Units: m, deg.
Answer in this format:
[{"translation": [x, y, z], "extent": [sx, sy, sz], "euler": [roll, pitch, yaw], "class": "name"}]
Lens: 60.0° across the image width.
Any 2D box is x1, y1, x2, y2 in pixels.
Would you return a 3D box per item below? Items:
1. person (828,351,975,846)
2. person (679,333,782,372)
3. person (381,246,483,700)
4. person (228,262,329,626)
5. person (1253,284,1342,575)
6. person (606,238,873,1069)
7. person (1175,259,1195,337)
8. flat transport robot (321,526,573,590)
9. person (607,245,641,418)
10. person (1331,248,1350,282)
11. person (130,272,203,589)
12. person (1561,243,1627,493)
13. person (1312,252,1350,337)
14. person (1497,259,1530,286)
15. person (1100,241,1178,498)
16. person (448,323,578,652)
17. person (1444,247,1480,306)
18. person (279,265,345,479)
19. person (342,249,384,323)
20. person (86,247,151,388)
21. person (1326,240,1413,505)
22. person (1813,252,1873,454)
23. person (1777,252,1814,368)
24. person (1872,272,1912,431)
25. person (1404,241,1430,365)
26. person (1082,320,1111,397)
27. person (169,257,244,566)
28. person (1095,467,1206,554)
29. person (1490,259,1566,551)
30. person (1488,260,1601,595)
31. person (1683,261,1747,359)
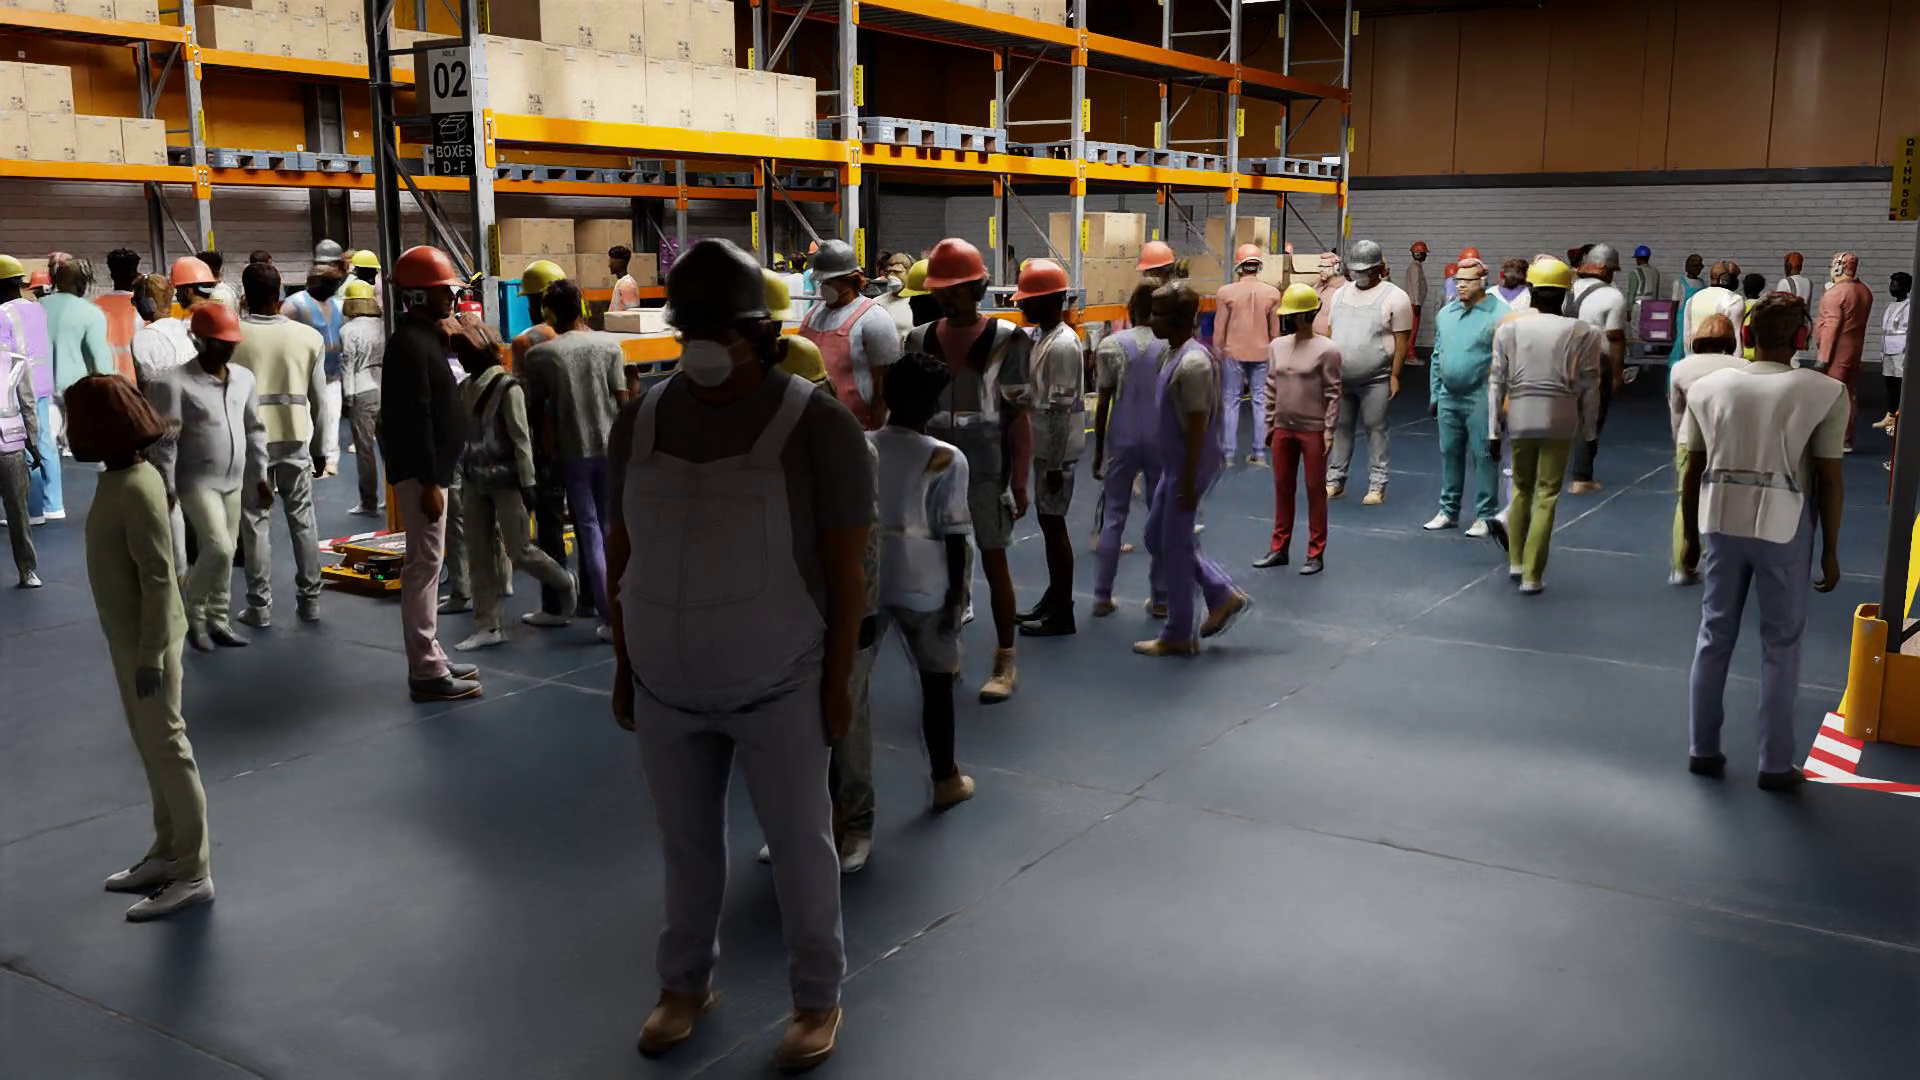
[{"translation": [-0.244, 0.189, 5.673], "extent": [0.561, 1.651, 0.735], "euler": [2, 10, 10], "class": "person"}, {"translation": [-1.032, -0.301, 7.716], "extent": [0.651, 1.895, 0.401], "euler": [-8, 13, -39], "class": "person"}, {"translation": [-2.354, -0.295, 7.390], "extent": [0.387, 1.996, 0.611], "euler": [-3, 11, -14], "class": "person"}, {"translation": [-3.620, -0.498, 8.765], "extent": [0.584, 1.911, 0.394], "euler": [-8, 13, -37], "class": "person"}, {"translation": [2.061, -0.668, 10.112], "extent": [0.337, 1.761, 0.526], "euler": [-10, 14, -43], "class": "person"}, {"translation": [-0.577, 0.284, 4.057], "extent": [0.682, 2.000, 0.535], "euler": [3, 11, 16], "class": "person"}, {"translation": [3.331, -3.300, 24.769], "extent": [0.320, 1.734, 0.480], "euler": [-2, 11, -13], "class": "person"}, {"translation": [-3.132, 0.066, 10.170], "extent": [0.652, 0.197, 1.431], "euler": [7, 12, 33], "class": "flat transport robot"}, {"translation": [-3.699, -2.266, 18.390], "extent": [0.373, 1.966, 0.605], "euler": [-3, 11, -14], "class": "person"}, {"translation": [6.309, -3.888, 27.555], "extent": [0.397, 1.910, 0.587], "euler": [3, 11, 16], "class": "person"}, {"translation": [-4.586, -0.630, 9.694], "extent": [0.345, 1.838, 0.510], "euler": [4, 11, 20], "class": "person"}, {"translation": [5.057, -1.396, 13.365], "extent": [0.546, 2.000, 0.692], "euler": [-4, 11, -23], "class": "person"}, {"translation": [3.746, -1.967, 16.946], "extent": [0.398, 1.900, 0.641], "euler": [-6, 12, -30], "class": "person"}, {"translation": [6.956, -2.616, 20.845], "extent": [0.626, 1.790, 0.984], "euler": [0, 10, -2], "class": "person"}, {"translation": [1.464, -1.272, 12.783], "extent": [0.901, 1.998, 0.635], "euler": [-1, 10, -8], "class": "person"}, {"translation": [-2.274, -0.283, 8.357], "extent": [0.552, 1.614, 0.685], "euler": [7, 12, 32], "class": "person"}, {"translation": [6.196, -2.620, 20.427], "extent": [0.545, 1.940, 0.352], "euler": [-5, 11, -25], "class": "person"}, {"translation": [-5.504, -1.438, 14.234], "extent": [0.436, 1.826, 0.674], "euler": [6, 12, 29], "class": "person"}, {"translation": [-6.710, -2.254, 18.458], "extent": [0.667, 1.912, 0.721], "euler": [-1, 10, -6], "class": "person"}, {"translation": [-6.250, -1.209, 12.533], "extent": [0.609, 1.965, 0.368], "euler": [-1, 10, -3], "class": "person"}, {"translation": [3.071, -1.290, 12.776], "extent": [0.674, 2.000, 0.535], "euler": [9, 13, 39], "class": "person"}, {"translation": [8.245, -1.740, 15.642], "extent": [0.642, 1.909, 0.399], "euler": [-7, 12, -33], "class": "person"}, {"translation": [9.978, -2.512, 20.014], "extent": [0.588, 1.878, 0.371], "euler": [-5, 12, -27], "class": "person"}, {"translation": [9.986, -2.001, 17.707], "extent": [0.322, 1.690, 0.537], "euler": [0, 10, 0], "class": "person"}, {"translation": [7.432, -3.855, 27.116], "extent": [0.375, 1.995, 0.611], "euler": [2, 10, 10], "class": "person"}, {"translation": [1.645, -2.781, 21.308], "extent": [0.606, 1.949, 0.590], "euler": [5, 12, 28], "class": "person"}, {"translation": [-4.710, -0.778, 10.278], "extent": [0.678, 1.911, 0.558], "euler": [3, 11, 16], "class": "person"}, {"translation": [1.253, -0.735, 10.744], "extent": [0.841, 1.651, 0.545], "euler": [-2, 10, -9], "class": "person"}, {"translation": [3.617, -0.833, 10.633], "extent": [0.574, 1.909, 0.586], "euler": [-7, 12, -32], "class": "person"}, {"translation": [3.397, -0.657, 9.654], "extent": [0.590, 1.900, 0.737], "euler": [7, 12, 32], "class": "person"}, {"translation": [6.698, -1.543, 14.744], "extent": [0.430, 1.841, 0.624], "euler": [-4, 11, -20], "class": "person"}]
